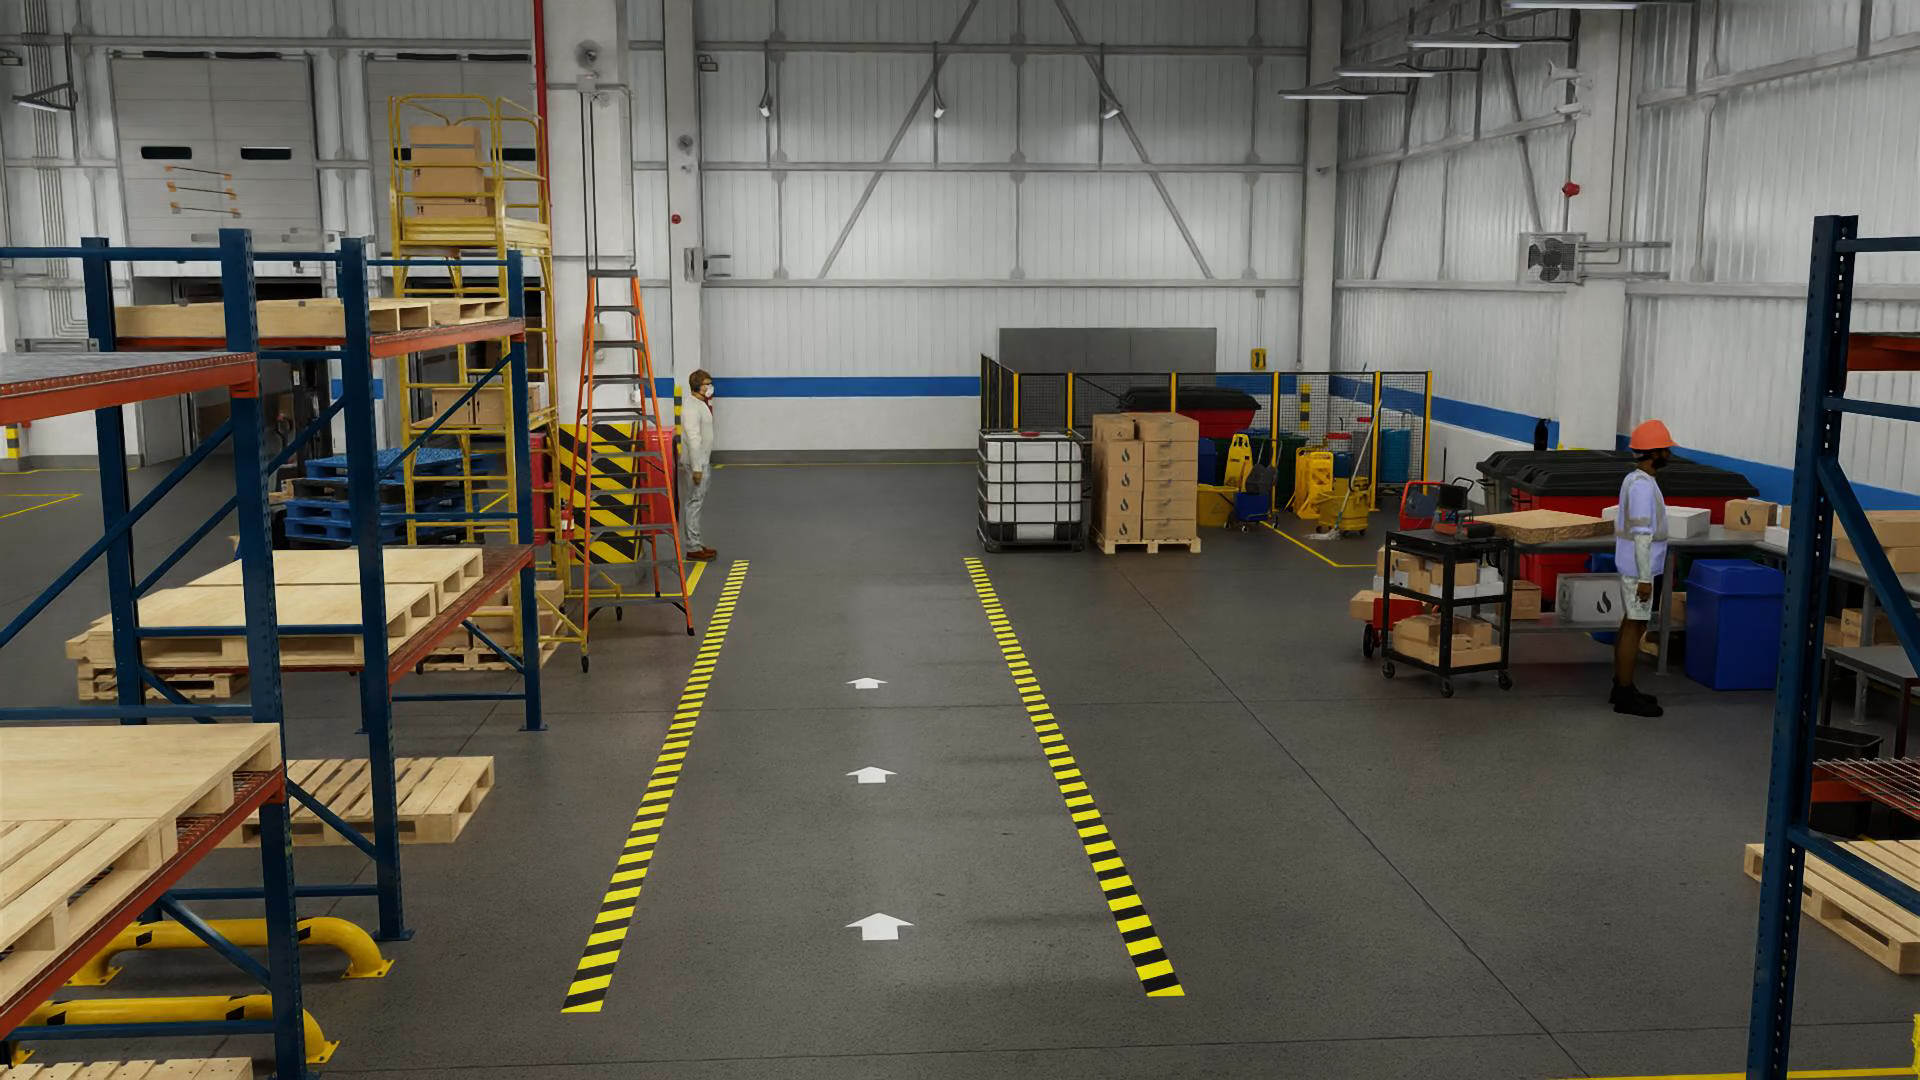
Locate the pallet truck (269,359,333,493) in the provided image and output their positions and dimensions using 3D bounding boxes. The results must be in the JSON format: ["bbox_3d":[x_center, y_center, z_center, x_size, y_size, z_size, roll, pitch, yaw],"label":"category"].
[{"bbox_3d":[-7.062,-1.131,18.996,1.885,1.965,0.823,2,9,13],"label":"pallet truck"}]

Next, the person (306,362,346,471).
[{"bbox_3d":[-9.294,-1.803,24.384,0.700,1.609,0.546,-1,9,-9],"label":"person"}]

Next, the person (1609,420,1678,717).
[{"bbox_3d":[4.493,0.179,10.939,0.342,1.941,0.551,3,9,17],"label":"person"}]

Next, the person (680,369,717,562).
[{"bbox_3d":[-2.647,-0.757,16.829,0.356,1.938,0.633,-1,9,-3],"label":"person"}]
